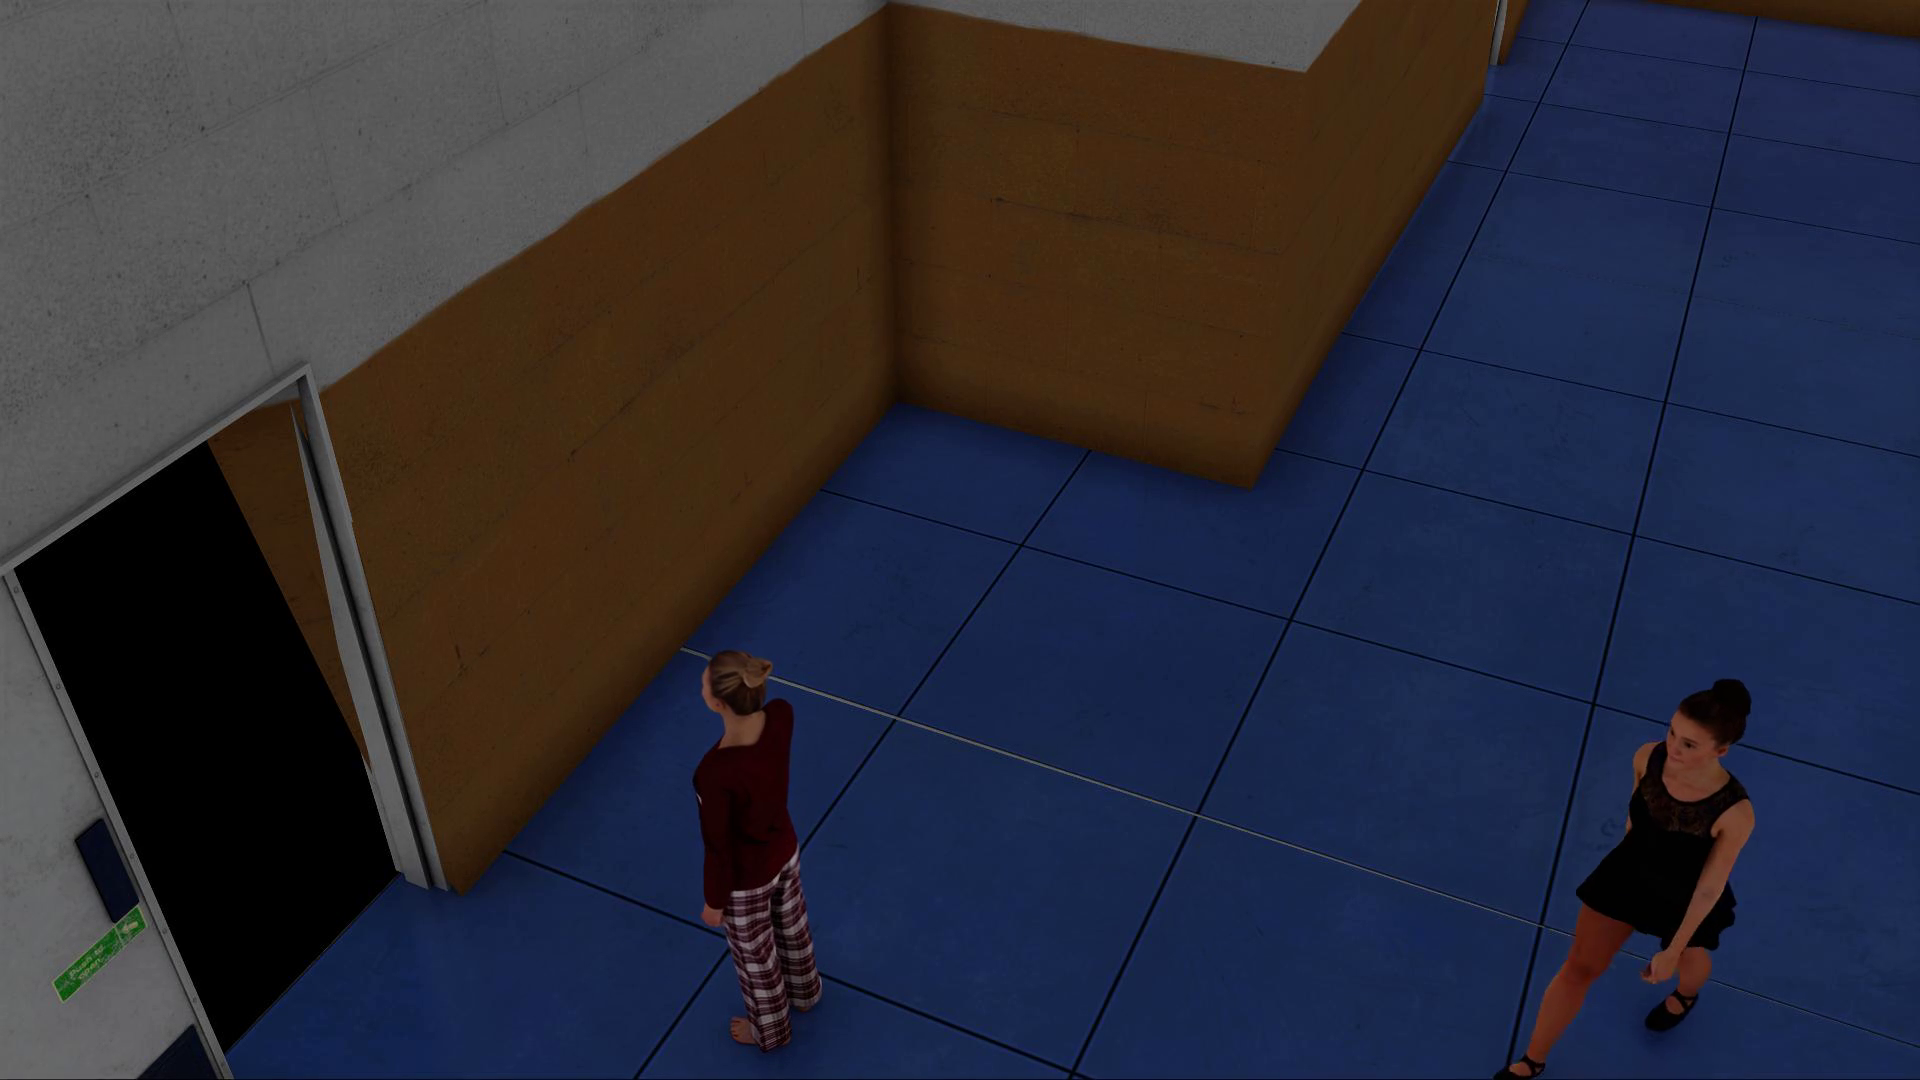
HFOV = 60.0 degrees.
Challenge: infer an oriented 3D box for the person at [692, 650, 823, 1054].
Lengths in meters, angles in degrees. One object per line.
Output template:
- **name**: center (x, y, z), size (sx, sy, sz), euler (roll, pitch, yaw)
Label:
- **person**: center (-0.655, 1.002, 5.308), size (0.488, 1.697, 0.614), euler (17, 40, 21)

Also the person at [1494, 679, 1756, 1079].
- **person**: center (2.281, 1.089, 5.246), size (1.001, 1.632, 1.115), euler (-23, 43, -28)
